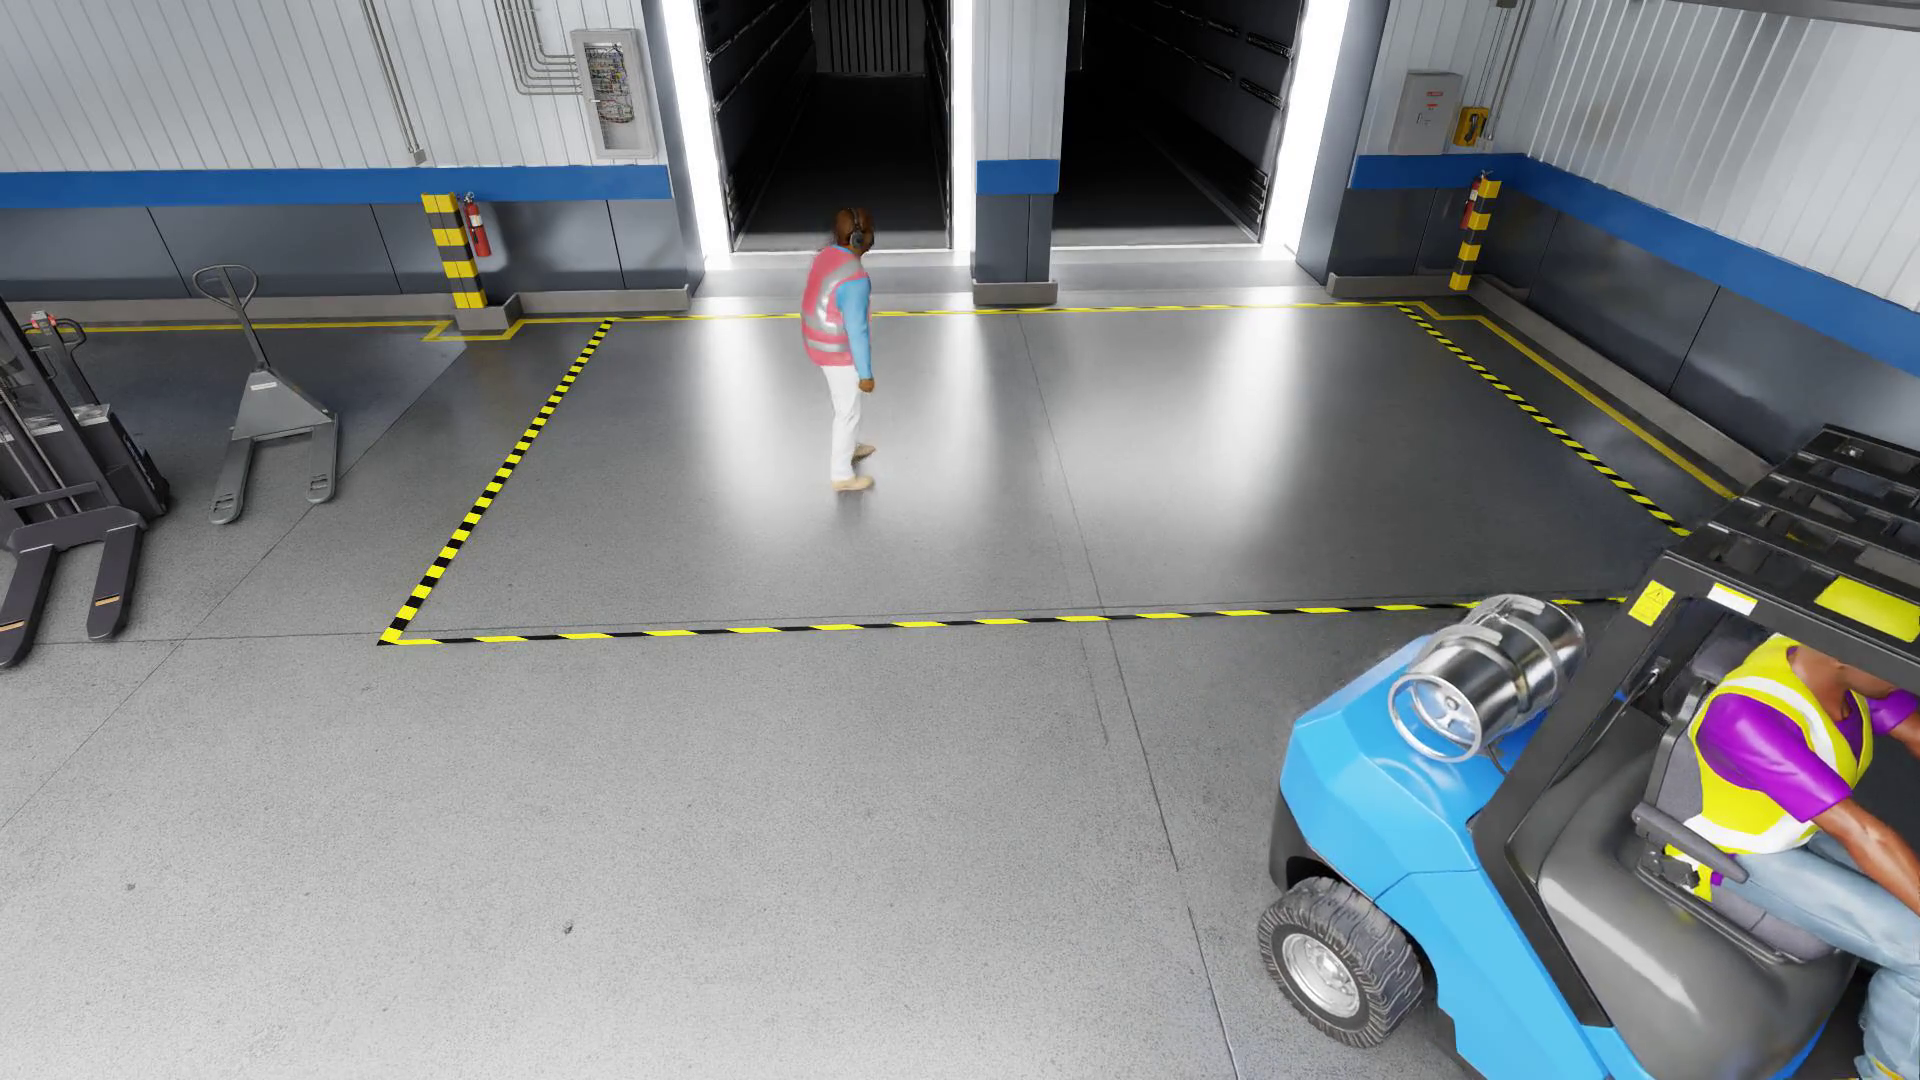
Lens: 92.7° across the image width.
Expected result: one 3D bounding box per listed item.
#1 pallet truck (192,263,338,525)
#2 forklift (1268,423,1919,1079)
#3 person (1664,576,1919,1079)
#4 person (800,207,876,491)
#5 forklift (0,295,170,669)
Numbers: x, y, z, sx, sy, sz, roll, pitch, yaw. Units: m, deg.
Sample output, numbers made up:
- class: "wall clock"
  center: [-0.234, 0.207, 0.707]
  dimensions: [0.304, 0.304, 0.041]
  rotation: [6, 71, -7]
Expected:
- class: "pallet truck"
  center: [-4.778, -1.027, 6.128]
  dimensions: [0.680, 1.201, 1.601]
  rotation: [-17, 38, -23]
- class: "forklift"
  center: [2.265, 0.919, 2.358]
  dimensions: [1.157, 2.036, 2.680]
  rotation: [-22, 41, -29]
- class: "person"
  center: [2.294, 0.796, 2.208]
  dimensions: [0.635, 1.293, 1.004]
  rotation: [-22, 41, -29]
- class: "person"
  center: [-0.750, -1.220, 5.963]
  dimensions: [0.520, 1.784, 0.778]
  rotation: [-14, 37, -19]
- class: "forklift"
  center: [-5.212, -0.618, 4.878]
  dimensions: [0.823, 1.965, 1.885]
  rotation: [-20, 39, -26]
